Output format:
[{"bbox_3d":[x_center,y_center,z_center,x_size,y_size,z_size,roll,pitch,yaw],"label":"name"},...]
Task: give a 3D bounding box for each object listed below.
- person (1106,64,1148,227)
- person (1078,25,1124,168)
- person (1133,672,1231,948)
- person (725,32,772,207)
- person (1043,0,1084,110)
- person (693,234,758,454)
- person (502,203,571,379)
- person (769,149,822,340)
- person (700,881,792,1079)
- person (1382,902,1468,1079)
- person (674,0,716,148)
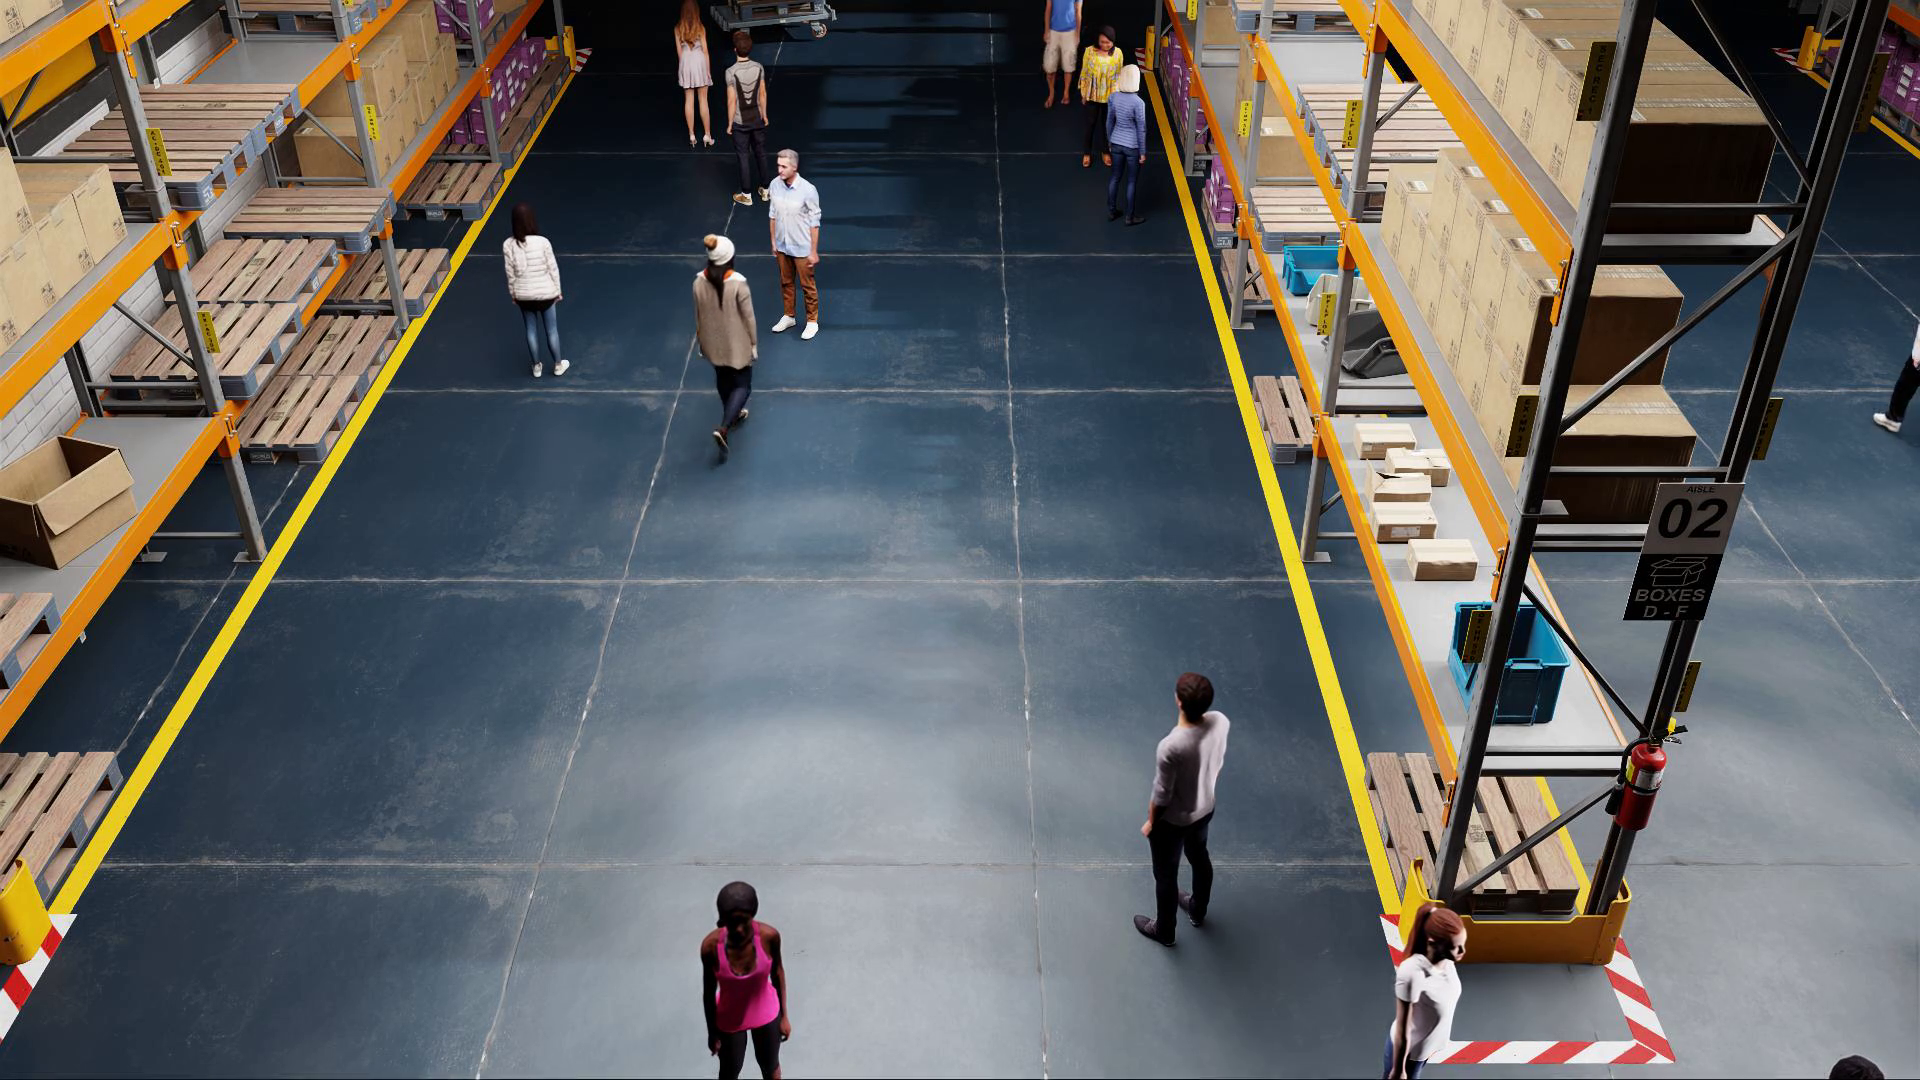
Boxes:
[{"bbox_3d":[1.787,-4.245,17.856,0.724,1.745,0.767,26,42,33],"label":"person"},{"bbox_3d":[1.639,-5.161,19.322,0.731,1.648,0.764,-3,34,-5],"label":"person"},{"bbox_3d":[1.237,1.476,9.161,0.734,1.843,0.755,-22,40,-30],"label":"person"},{"bbox_3d":[-2.337,-4.637,18.311,0.741,1.895,0.749,-20,38,-27],"label":"person"},{"bbox_3d":[1.317,-6.468,21.111,0.734,1.845,0.810,6,34,9],"label":"person"},{"bbox_3d":[-1.980,-1.632,13.809,0.930,1.873,1.174,12,35,17],"label":"person"},{"bbox_3d":[-3.813,-2.233,14.928,0.622,1.635,0.554,-2,34,-2],"label":"person"},{"bbox_3d":[-1.548,-2.791,15.596,0.770,1.826,0.742,16,37,23],"label":"person"},{"bbox_3d":[-1.031,2.296,8.036,0.616,1.722,0.624,-9,35,-13],"label":"person"},{"bbox_3d":[2.136,2.376,7.903,0.719,1.737,0.627,21,39,28],"label":"person"},{"bbox_3d":[-3.166,-5.566,19.822,0.586,1.769,0.603,4,34,6],"label":"person"}]
